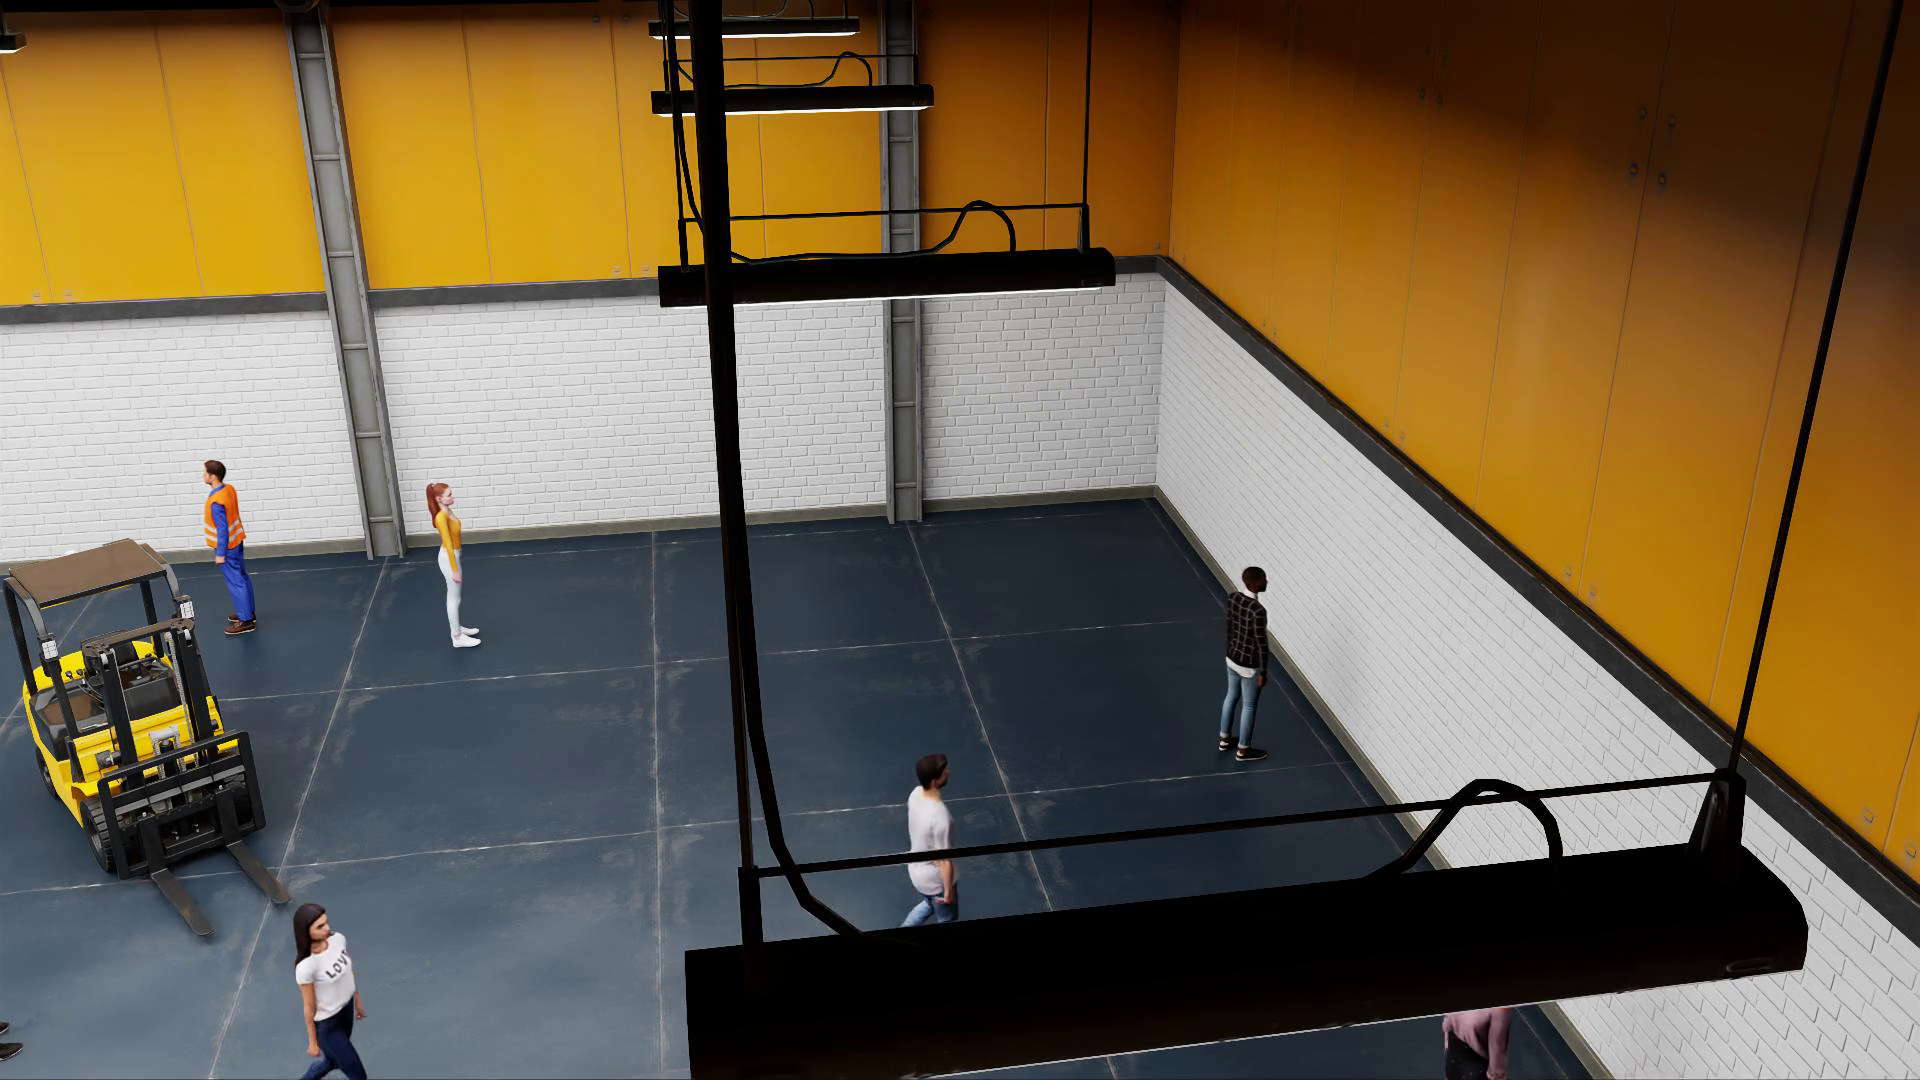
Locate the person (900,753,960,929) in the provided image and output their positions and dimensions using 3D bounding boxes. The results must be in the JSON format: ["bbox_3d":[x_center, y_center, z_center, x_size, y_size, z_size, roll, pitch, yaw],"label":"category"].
[{"bbox_3d":[-0.262,2.346,11.760,0.981,1.874,0.828,-11,26,-24],"label":"person"}]

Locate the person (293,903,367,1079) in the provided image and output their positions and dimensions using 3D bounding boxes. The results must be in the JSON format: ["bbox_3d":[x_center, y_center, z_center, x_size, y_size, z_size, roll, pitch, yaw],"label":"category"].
[{"bbox_3d":[-3.990,3.021,10.377,1.200,1.744,0.866,4,24,8],"label":"person"}]

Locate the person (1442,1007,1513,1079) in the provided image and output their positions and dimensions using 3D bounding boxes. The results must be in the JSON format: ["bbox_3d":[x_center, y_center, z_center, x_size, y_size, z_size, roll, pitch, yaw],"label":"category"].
[{"bbox_3d":[3.168,3.131,10.070,1.049,1.788,0.859,-14,27,-30],"label":"person"}]

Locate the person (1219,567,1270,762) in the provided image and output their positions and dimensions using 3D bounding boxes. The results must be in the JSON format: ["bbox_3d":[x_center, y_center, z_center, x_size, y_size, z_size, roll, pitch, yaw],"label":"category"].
[{"bbox_3d":[2.512,1.079,14.726,0.684,1.820,0.734,-12,27,-26],"label":"person"}]

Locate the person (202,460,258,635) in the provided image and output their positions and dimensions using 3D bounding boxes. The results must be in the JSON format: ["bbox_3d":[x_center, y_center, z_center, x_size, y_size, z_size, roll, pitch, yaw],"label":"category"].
[{"bbox_3d":[-7.487,0.051,17.022,0.599,1.864,0.682,-5,24,-12],"label":"person"}]

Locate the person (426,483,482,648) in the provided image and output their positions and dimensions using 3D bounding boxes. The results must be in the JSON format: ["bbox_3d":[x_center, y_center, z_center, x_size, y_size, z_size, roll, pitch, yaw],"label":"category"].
[{"bbox_3d":[-5.126,0.235,16.741,0.583,1.751,0.595,-7,24,-15],"label":"person"}]
